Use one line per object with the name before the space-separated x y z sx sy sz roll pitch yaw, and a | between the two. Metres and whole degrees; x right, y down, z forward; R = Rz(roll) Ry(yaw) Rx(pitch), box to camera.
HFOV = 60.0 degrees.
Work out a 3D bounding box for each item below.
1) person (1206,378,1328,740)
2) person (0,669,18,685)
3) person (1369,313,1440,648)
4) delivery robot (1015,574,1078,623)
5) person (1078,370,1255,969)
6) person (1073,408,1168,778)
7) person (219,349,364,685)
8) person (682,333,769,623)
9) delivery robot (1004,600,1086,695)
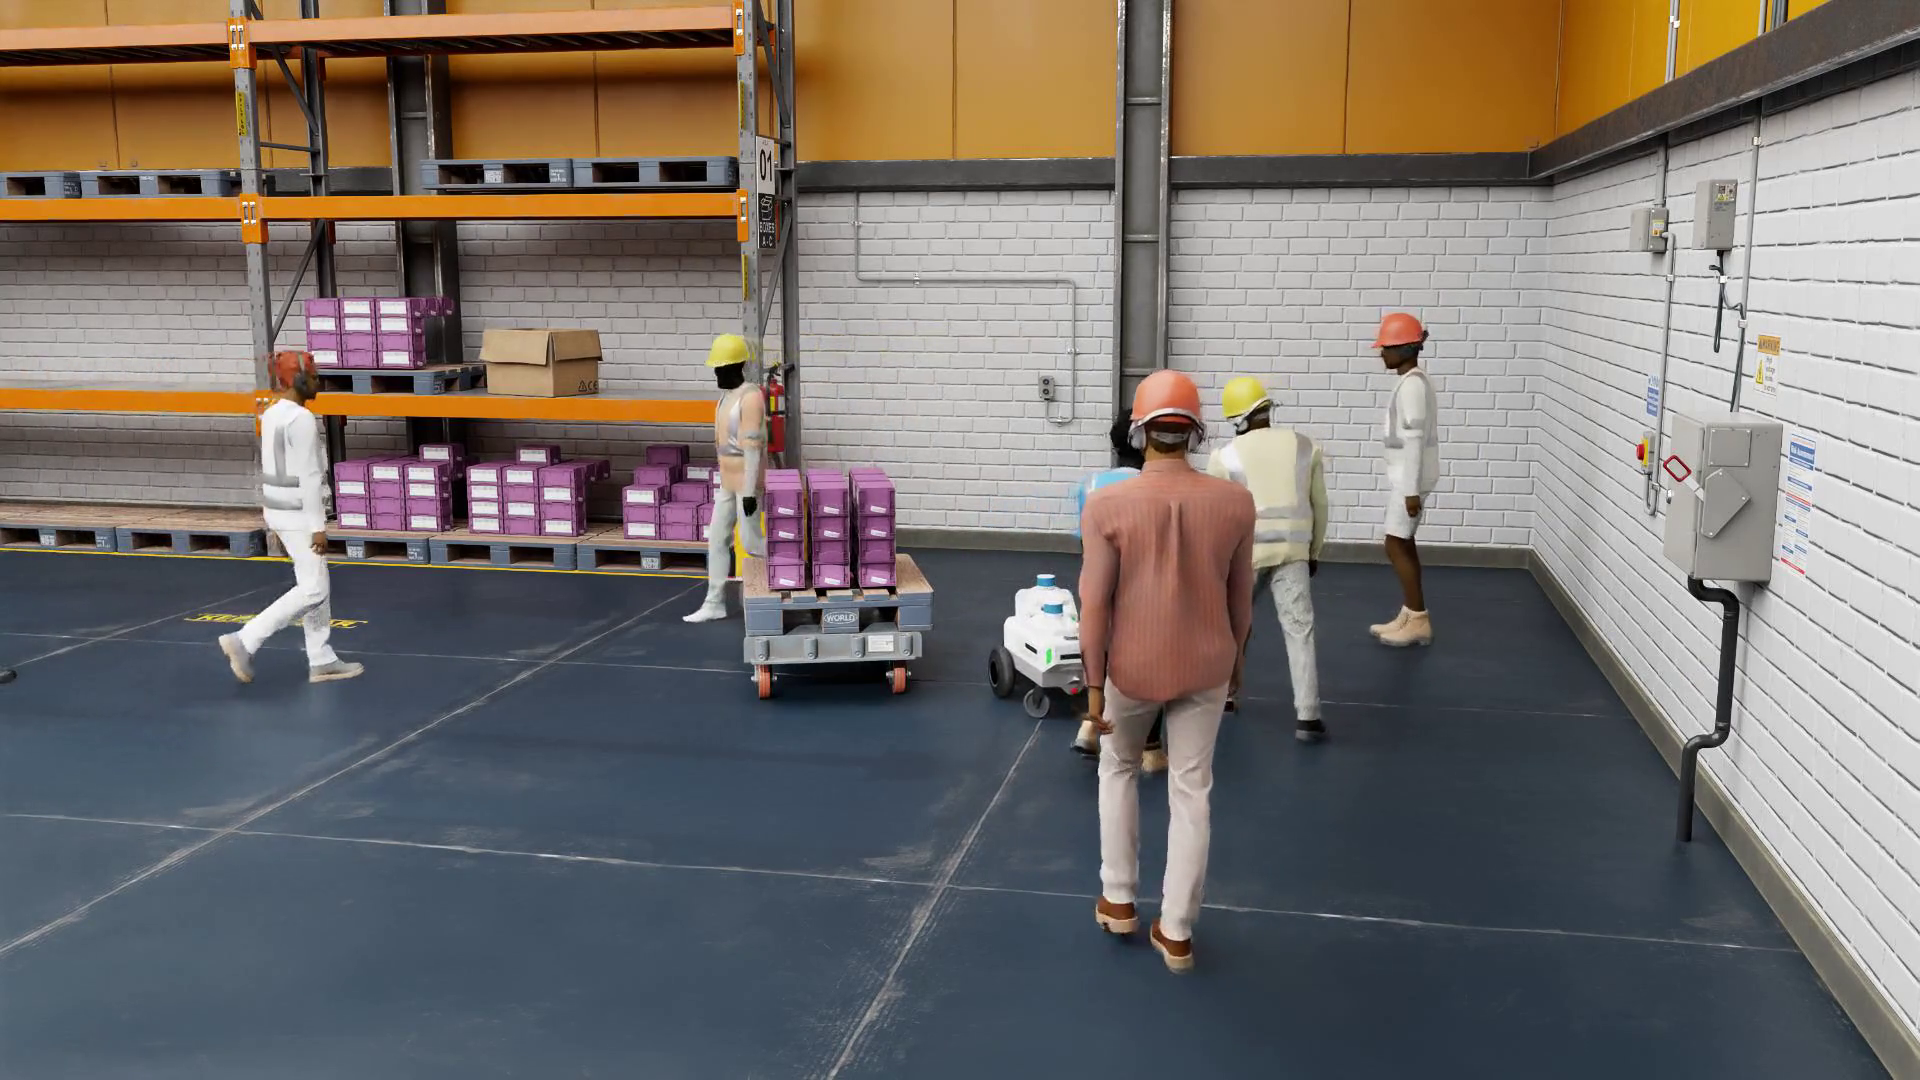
person | 1.530 0.083 8.283 0.642 1.769 0.835 0 9 -2
person | -5.740 -0.084 8.891 0.992 1.897 0.544 -4 10 -20
person | 2.715 -0.367 10.173 0.444 2.030 0.686 3 10 18
delivery robot | 0.485 0.439 9.444 0.477 0.478 0.707 0 9 1
person | 0.684 0.412 5.622 0.621 1.967 0.675 -1 9 -3
person | 0.743 0.245 7.512 0.549 1.687 0.418 7 12 36
person | -3.674 -0.105 9.058 0.686 1.865 0.576 -7 12 -35
person | -1.356 -0.400 10.780 0.856 1.893 0.604 -5 10 -26
delivery robot | 0.488 0.560 8.715 0.477 0.478 0.707 -3 10 -17
